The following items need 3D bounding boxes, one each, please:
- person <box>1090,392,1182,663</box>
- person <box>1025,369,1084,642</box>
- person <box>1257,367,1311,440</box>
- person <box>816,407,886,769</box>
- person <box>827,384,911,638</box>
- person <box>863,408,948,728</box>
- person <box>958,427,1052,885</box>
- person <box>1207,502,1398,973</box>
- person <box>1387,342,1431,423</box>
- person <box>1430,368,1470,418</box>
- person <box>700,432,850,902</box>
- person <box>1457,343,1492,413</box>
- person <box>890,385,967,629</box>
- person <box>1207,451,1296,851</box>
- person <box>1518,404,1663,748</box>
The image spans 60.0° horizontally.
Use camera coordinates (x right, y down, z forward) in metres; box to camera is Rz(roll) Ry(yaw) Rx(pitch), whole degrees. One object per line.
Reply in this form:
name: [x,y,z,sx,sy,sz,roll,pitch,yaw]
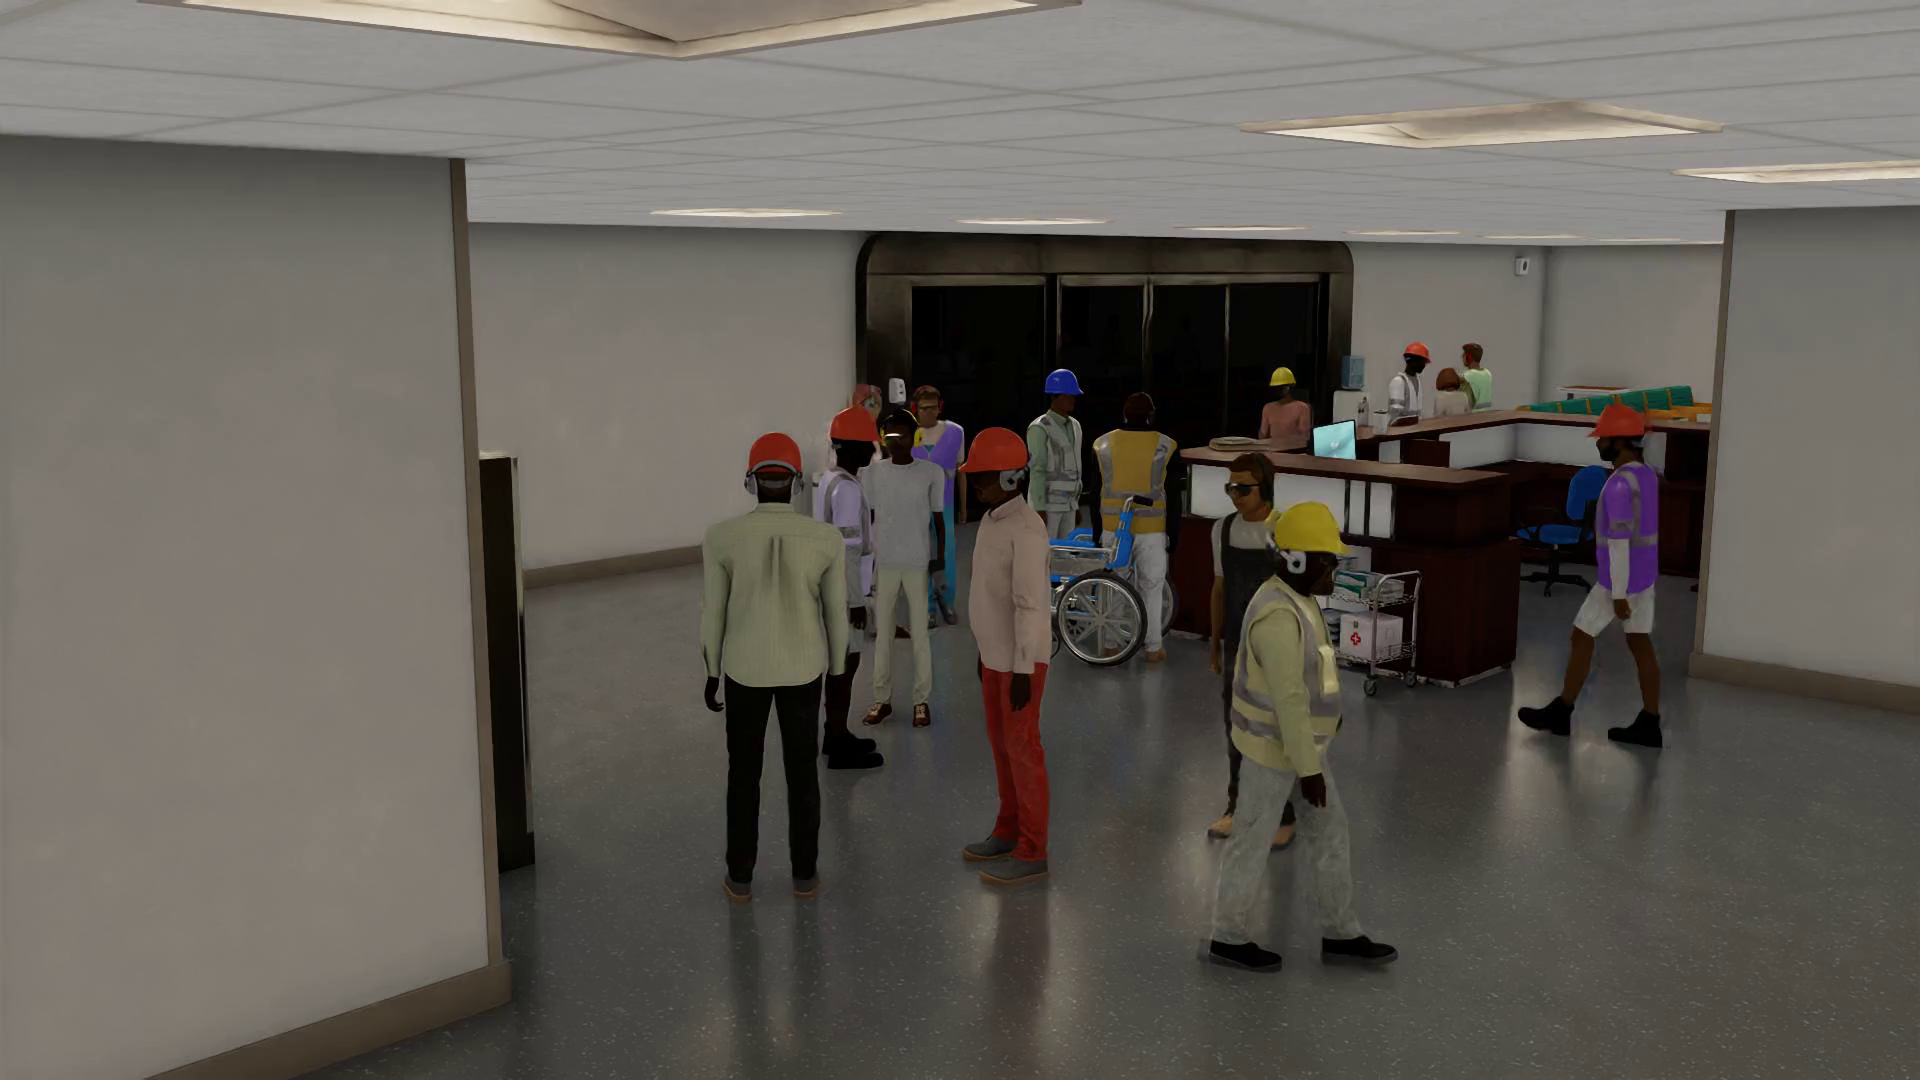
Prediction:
person: [1.188,-0.080,11.245,0.628,1.835,0.429,2,10,14]
person: [0.697,-0.257,11.962,0.400,1.949,0.605,6,11,34]
person: [2.959,-0.725,15.442,0.588,1.748,0.543,-8,12,-42]
person: [-0.584,0.252,8.914,0.389,1.928,0.549,-2,9,-12]
person: [-0.826,-0.206,12.007,1.005,1.847,0.691,3,10,20]
person: [-0.334,0.164,9.642,0.534,1.864,0.309,2,9,10]
person: [0.191,0.498,7.242,0.403,1.986,0.608,-3,10,-18]
person: [1.308,0.760,6.170,0.807,1.798,0.591,4,10,22]
person: [4.556,-1.107,17.330,0.514,1.913,0.703,9,13,43]
person: [5.193,-1.031,17.768,0.610,1.594,0.690,-6,11,-35]
person: [-0.777,0.539,7.006,0.625,1.981,0.413,-2,9,-12]
person: [5.670,-1.248,18.372,0.373,1.840,0.568,8,13,42]
person: [-0.228,-0.238,12.279,0.585,1.816,0.459,-1,9,-5]
person: [1.357,0.501,7.658,0.522,1.834,0.363,8,12,40]
person: [3.604,0.193,9.343,0.556,1.905,0.849,-9,13,-43]
